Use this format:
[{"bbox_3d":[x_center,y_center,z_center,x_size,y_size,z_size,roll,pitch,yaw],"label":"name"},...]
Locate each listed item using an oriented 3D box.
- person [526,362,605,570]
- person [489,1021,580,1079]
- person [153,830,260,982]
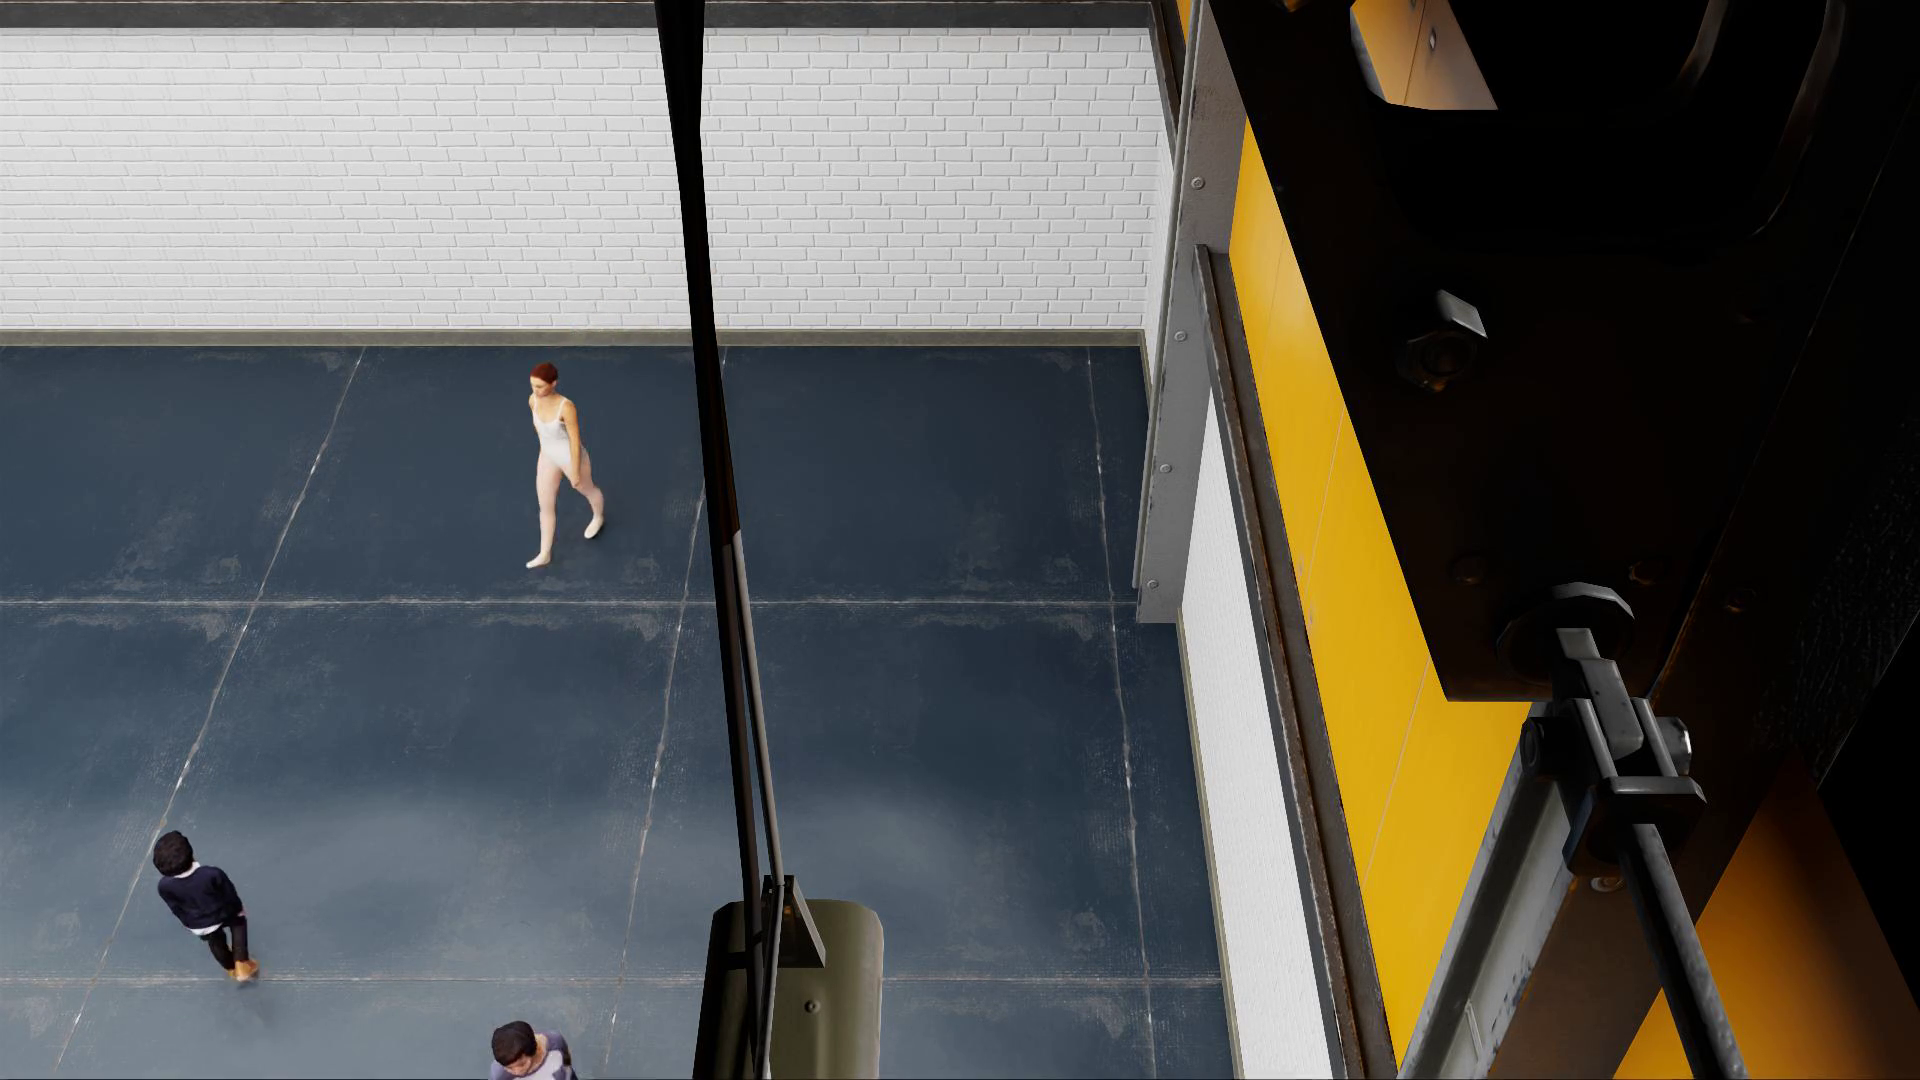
[{"bbox_3d":[-2.707,-0.609,11.584,0.833,1.612,1.061,17,46,17],"label":"person"},{"bbox_3d":[-2.070,2.680,8.188,0.747,1.534,0.819,-31,51,-28],"label":"person"},{"bbox_3d":[-4.105,2.051,9.078,0.568,1.216,0.606,-11,45,-11],"label":"person"}]
